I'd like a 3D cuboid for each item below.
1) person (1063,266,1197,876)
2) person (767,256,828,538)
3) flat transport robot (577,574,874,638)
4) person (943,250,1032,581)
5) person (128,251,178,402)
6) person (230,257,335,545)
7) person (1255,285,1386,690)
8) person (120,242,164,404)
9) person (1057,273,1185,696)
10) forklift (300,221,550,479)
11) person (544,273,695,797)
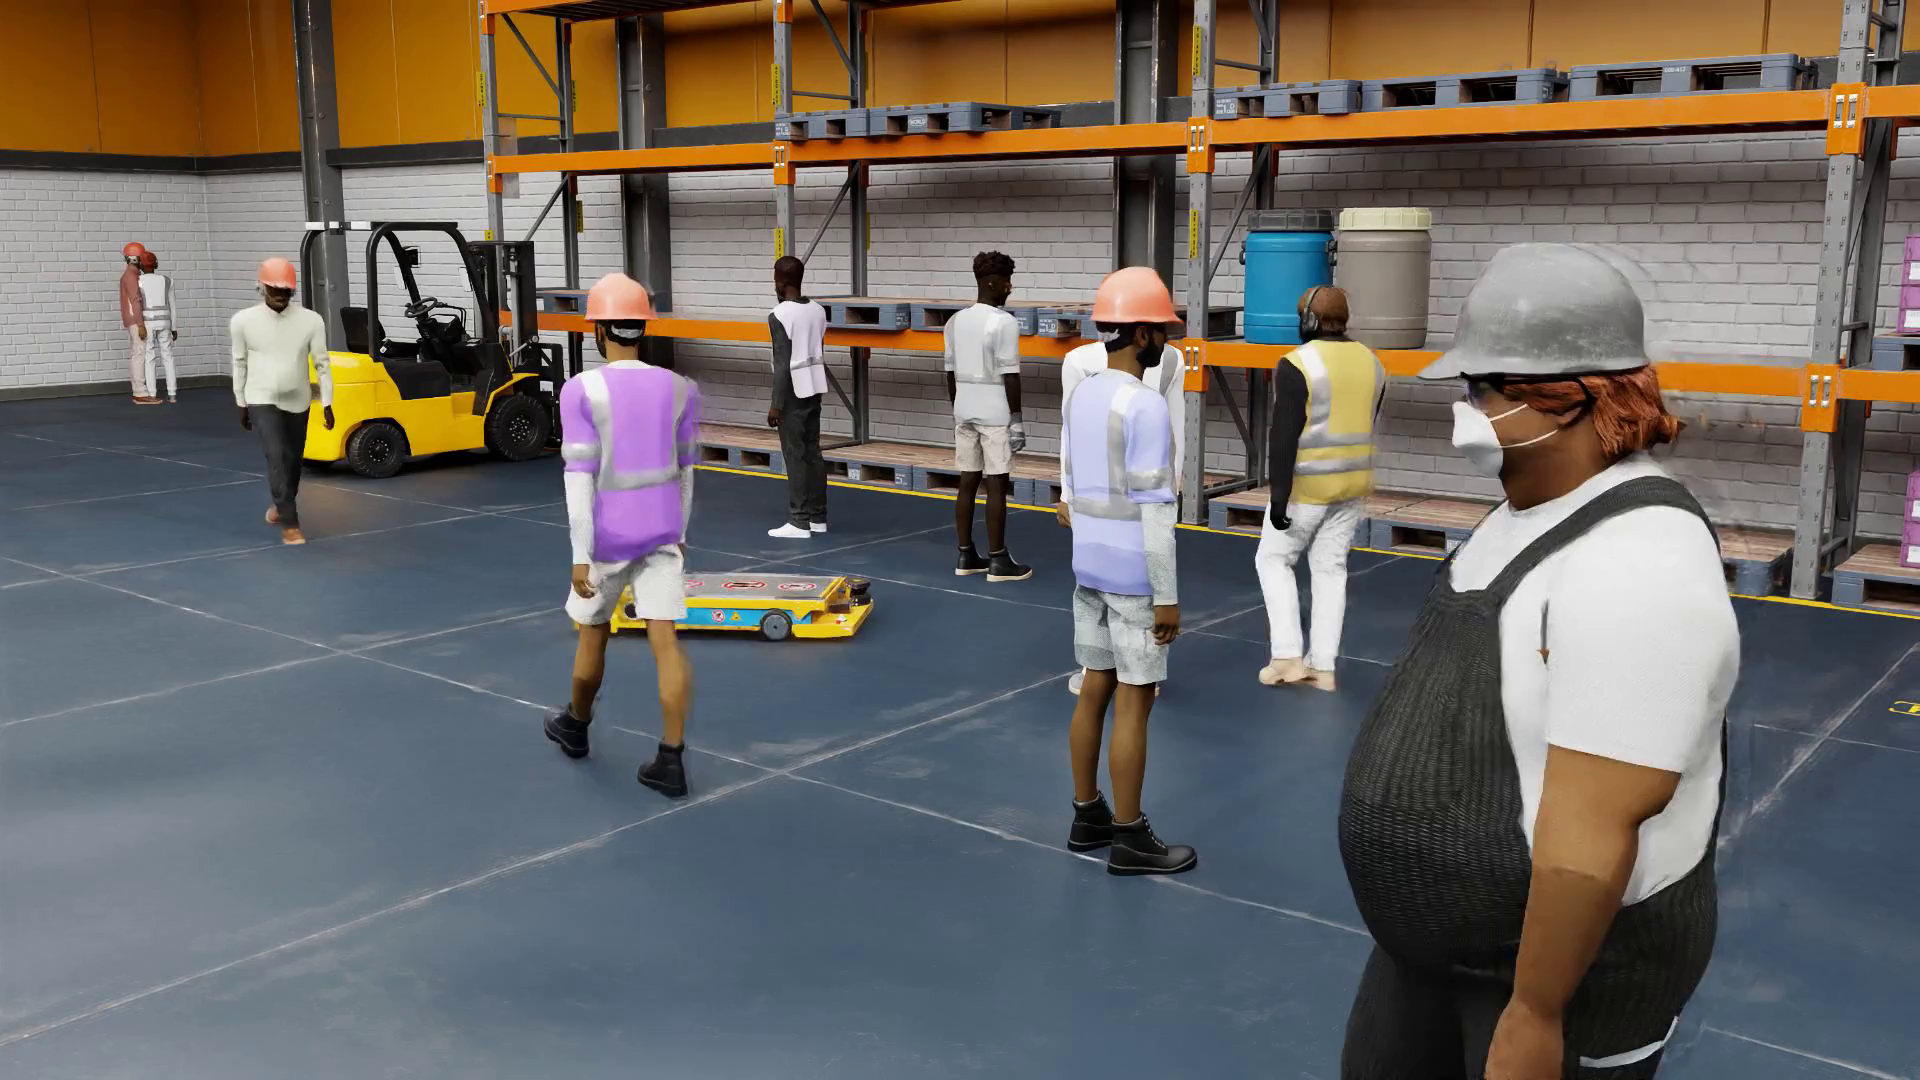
[{"bbox_3d":[0.540,0.104,5.336,0.352,1.940,0.545,-5,11,-25],"label":"person"},{"bbox_3d":[-1.099,-0.971,11.354,0.370,1.915,0.597,5,11,25],"label":"person"},{"bbox_3d":[-1.211,0.328,8.716,1.431,0.197,0.652,1,10,6],"label":"flat transport robot"},{"bbox_3d":[0.168,-0.736,9.934,0.376,1.959,0.600,-9,13,-40],"label":"person"},{"bbox_3d":[-10.001,-2.628,20.632,0.356,1.883,0.574,10,14,43],"label":"person"},{"bbox_3d":[-4.639,-0.973,11.388,0.624,1.930,1.005,-6,12,-30],"label":"person"},{"bbox_3d":[1.598,-0.223,7.496,0.661,1.822,0.480,-6,12,-31],"label":"person"},{"bbox_3d":[-10.158,-2.671,20.600,0.409,1.995,0.620,-6,12,-29],"label":"person"},{"bbox_3d":[0.705,-0.227,7.320,0.584,1.884,0.348,-3,11,-17],"label":"person"},{"bbox_3d":[-4.922,-1.741,14.854,1.214,2.155,2.313,8,13,38],"label":"forklift"},{"bbox_3d":[-1.286,-0.040,6.255,0.565,1.887,0.979,-8,13,-37],"label":"person"}]
